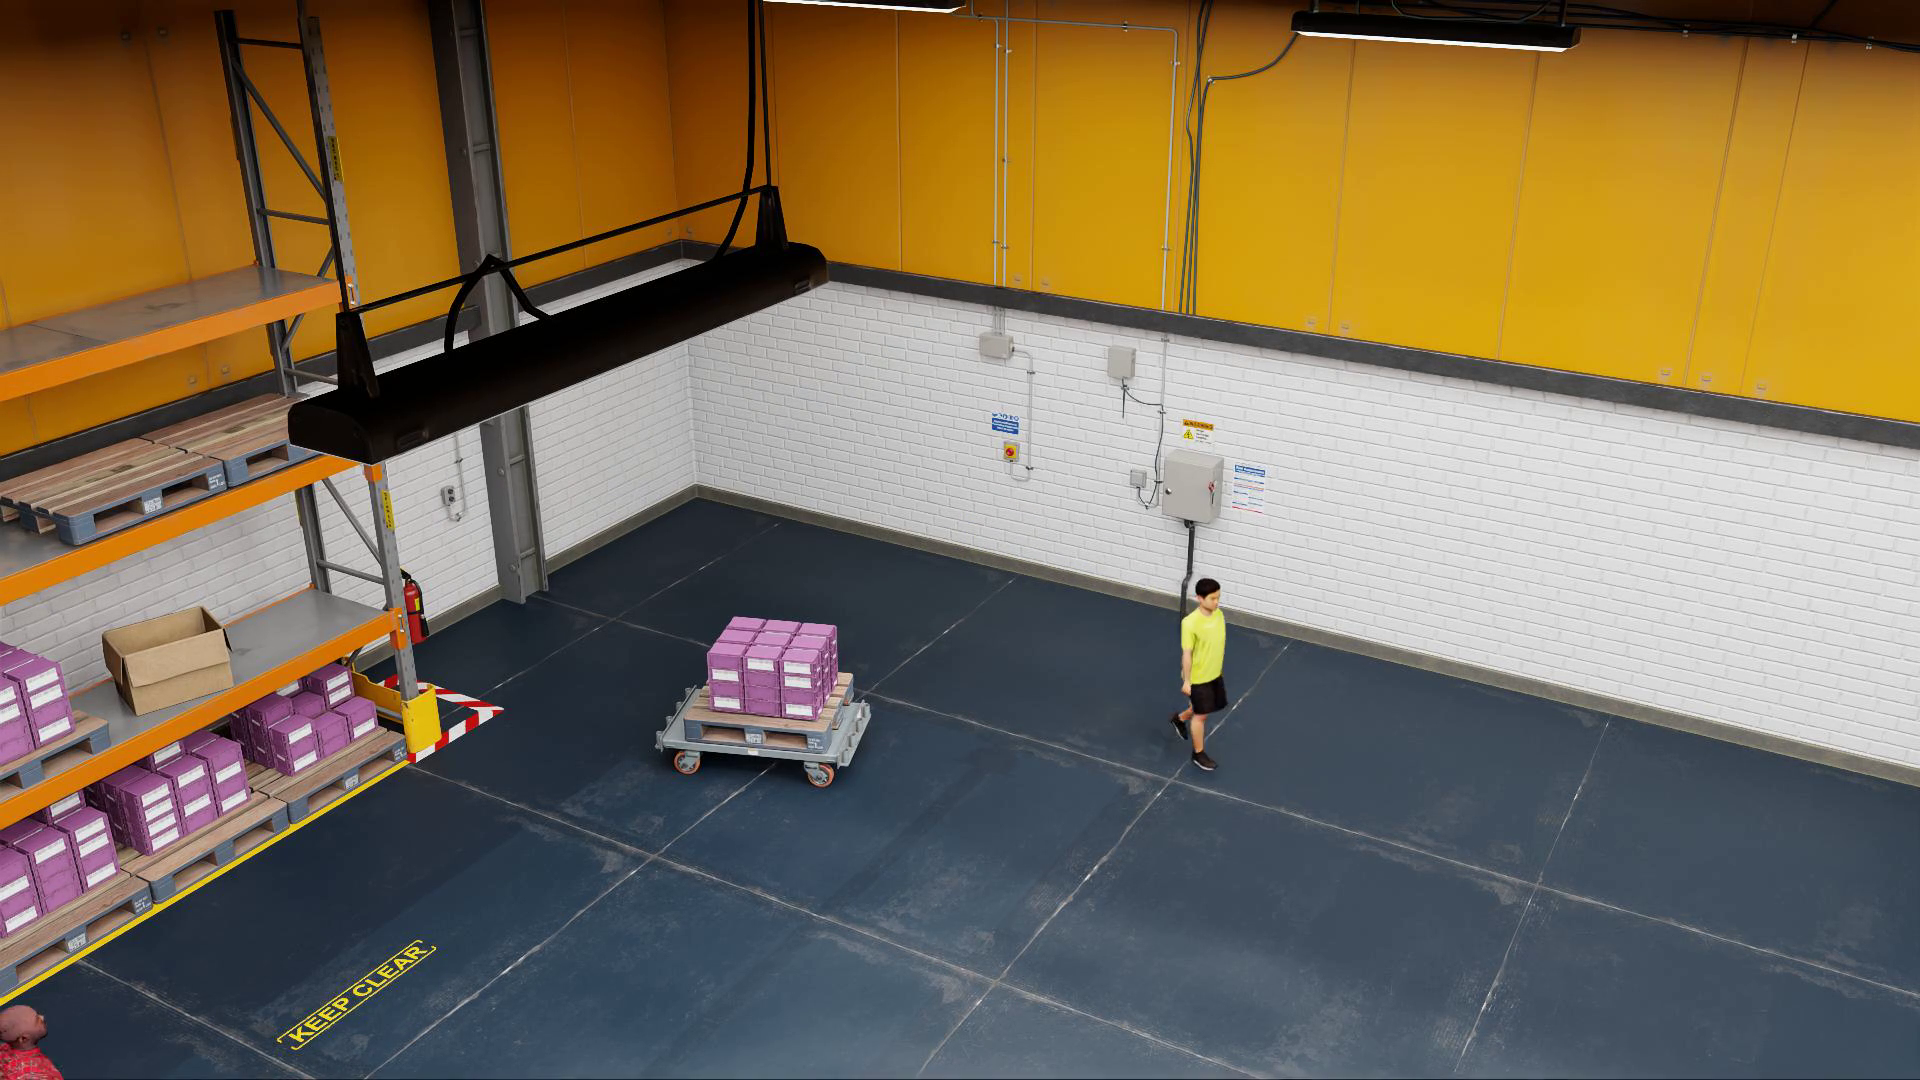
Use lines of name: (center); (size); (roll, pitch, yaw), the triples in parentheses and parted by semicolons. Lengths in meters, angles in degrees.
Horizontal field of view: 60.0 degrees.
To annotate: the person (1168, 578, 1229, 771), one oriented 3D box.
person: (1.955, 1.066, 13.766); (0.861, 1.691, 0.831); (-21, 31, -39)
